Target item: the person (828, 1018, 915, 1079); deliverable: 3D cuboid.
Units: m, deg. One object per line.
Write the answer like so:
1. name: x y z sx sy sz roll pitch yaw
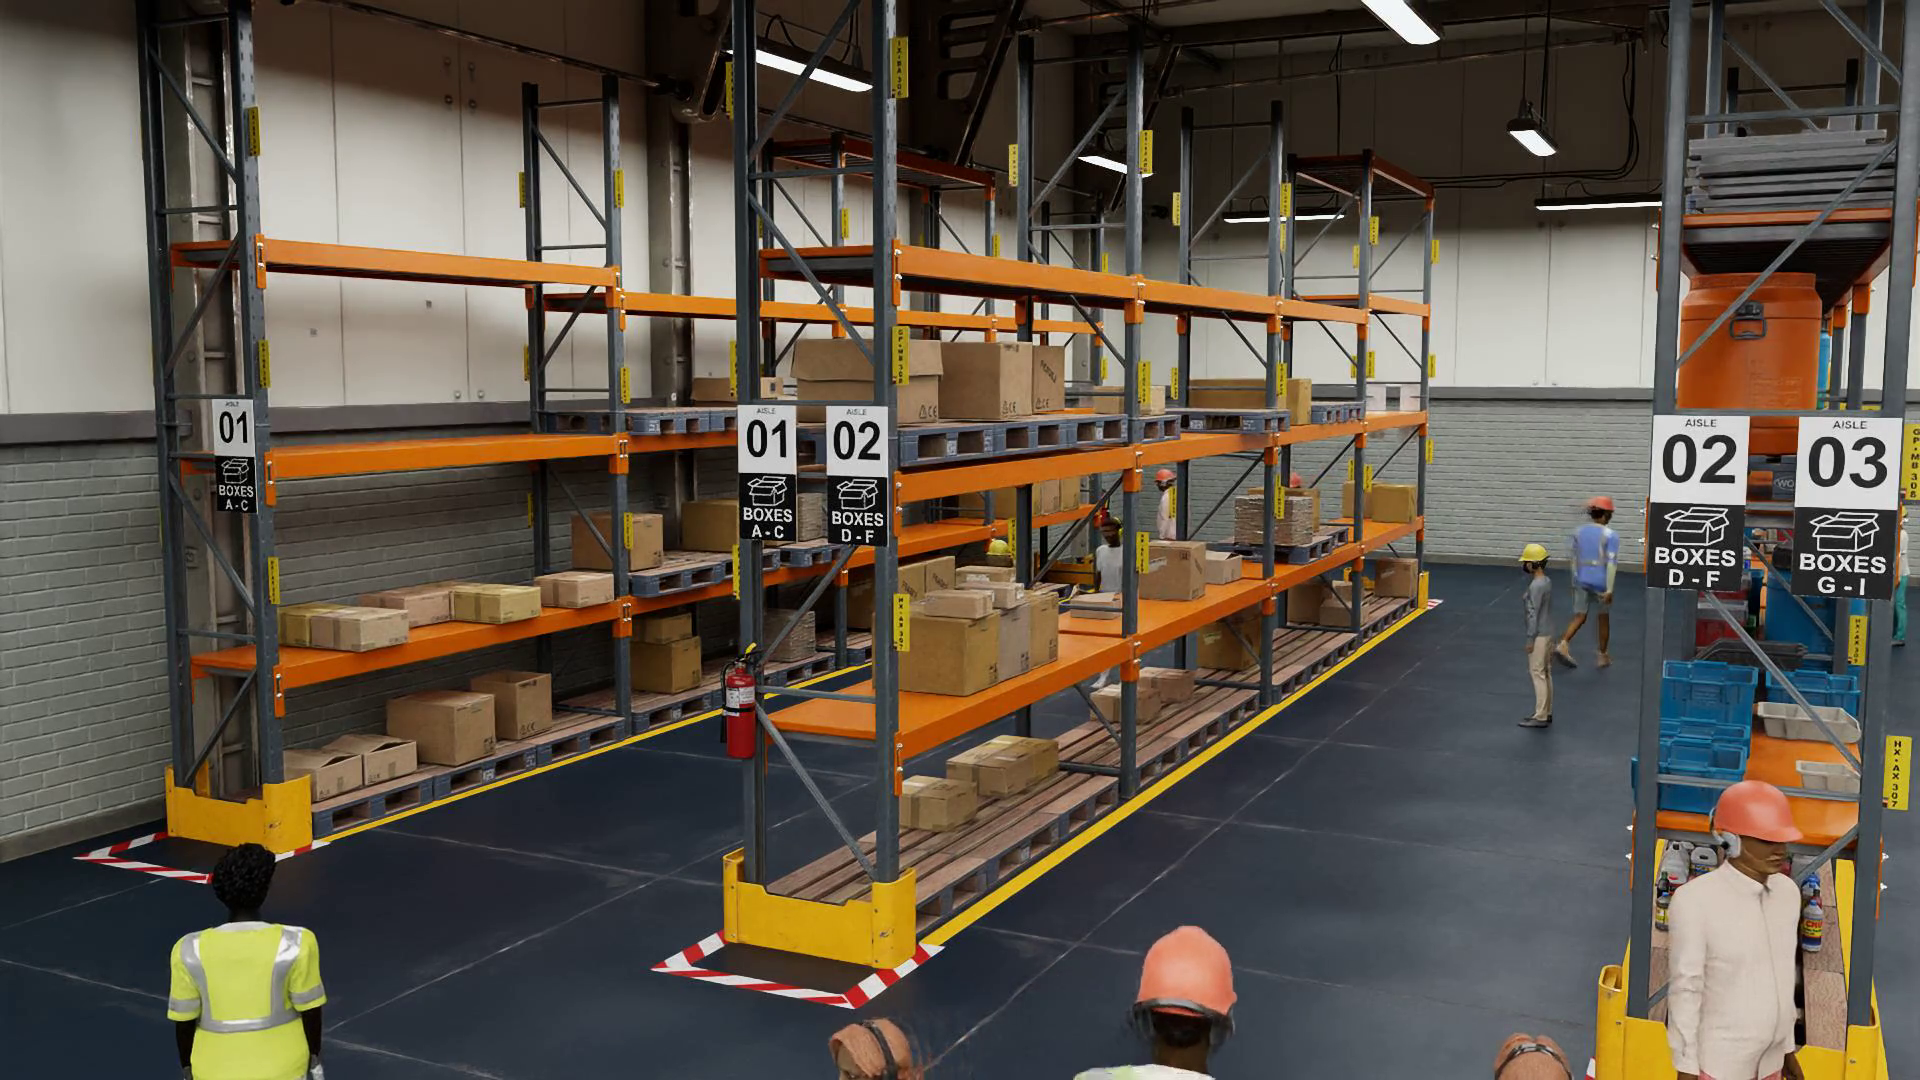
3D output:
1. person: -0.239 2.142 4.668 0.381 1.620 0.536 -6 8 -44

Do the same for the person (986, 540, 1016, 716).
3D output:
1. person: 0.395 0.866 16.510 0.325 1.740 0.492 4 7 36

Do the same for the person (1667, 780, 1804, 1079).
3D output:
1. person: 2.763 1.830 5.909 0.611 1.996 0.378 -3 7 -26

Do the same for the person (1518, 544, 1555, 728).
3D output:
1. person: 5.522 0.915 15.974 0.349 1.759 0.522 3 7 29

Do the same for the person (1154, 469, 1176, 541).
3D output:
1. person: 3.022 -0.048 24.256 0.428 1.979 0.615 2 6 20

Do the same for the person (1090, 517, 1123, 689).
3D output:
1. person: 1.647 0.678 17.724 0.533 1.868 0.310 4 7 34

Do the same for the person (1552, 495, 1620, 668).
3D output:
1. person: 7.141 0.491 18.898 0.829 2.014 0.614 -4 7 -37

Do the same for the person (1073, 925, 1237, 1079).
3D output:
1. person: 0.520 1.993 4.170 0.610 2.027 0.594 3 7 27

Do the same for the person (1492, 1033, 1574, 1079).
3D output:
1. person: 1.534 2.149 4.500 0.517 1.644 0.309 2 6 16

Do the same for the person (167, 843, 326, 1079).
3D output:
1. person: -2.603 1.957 6.114 0.537 1.695 0.320 -1 6 -11
